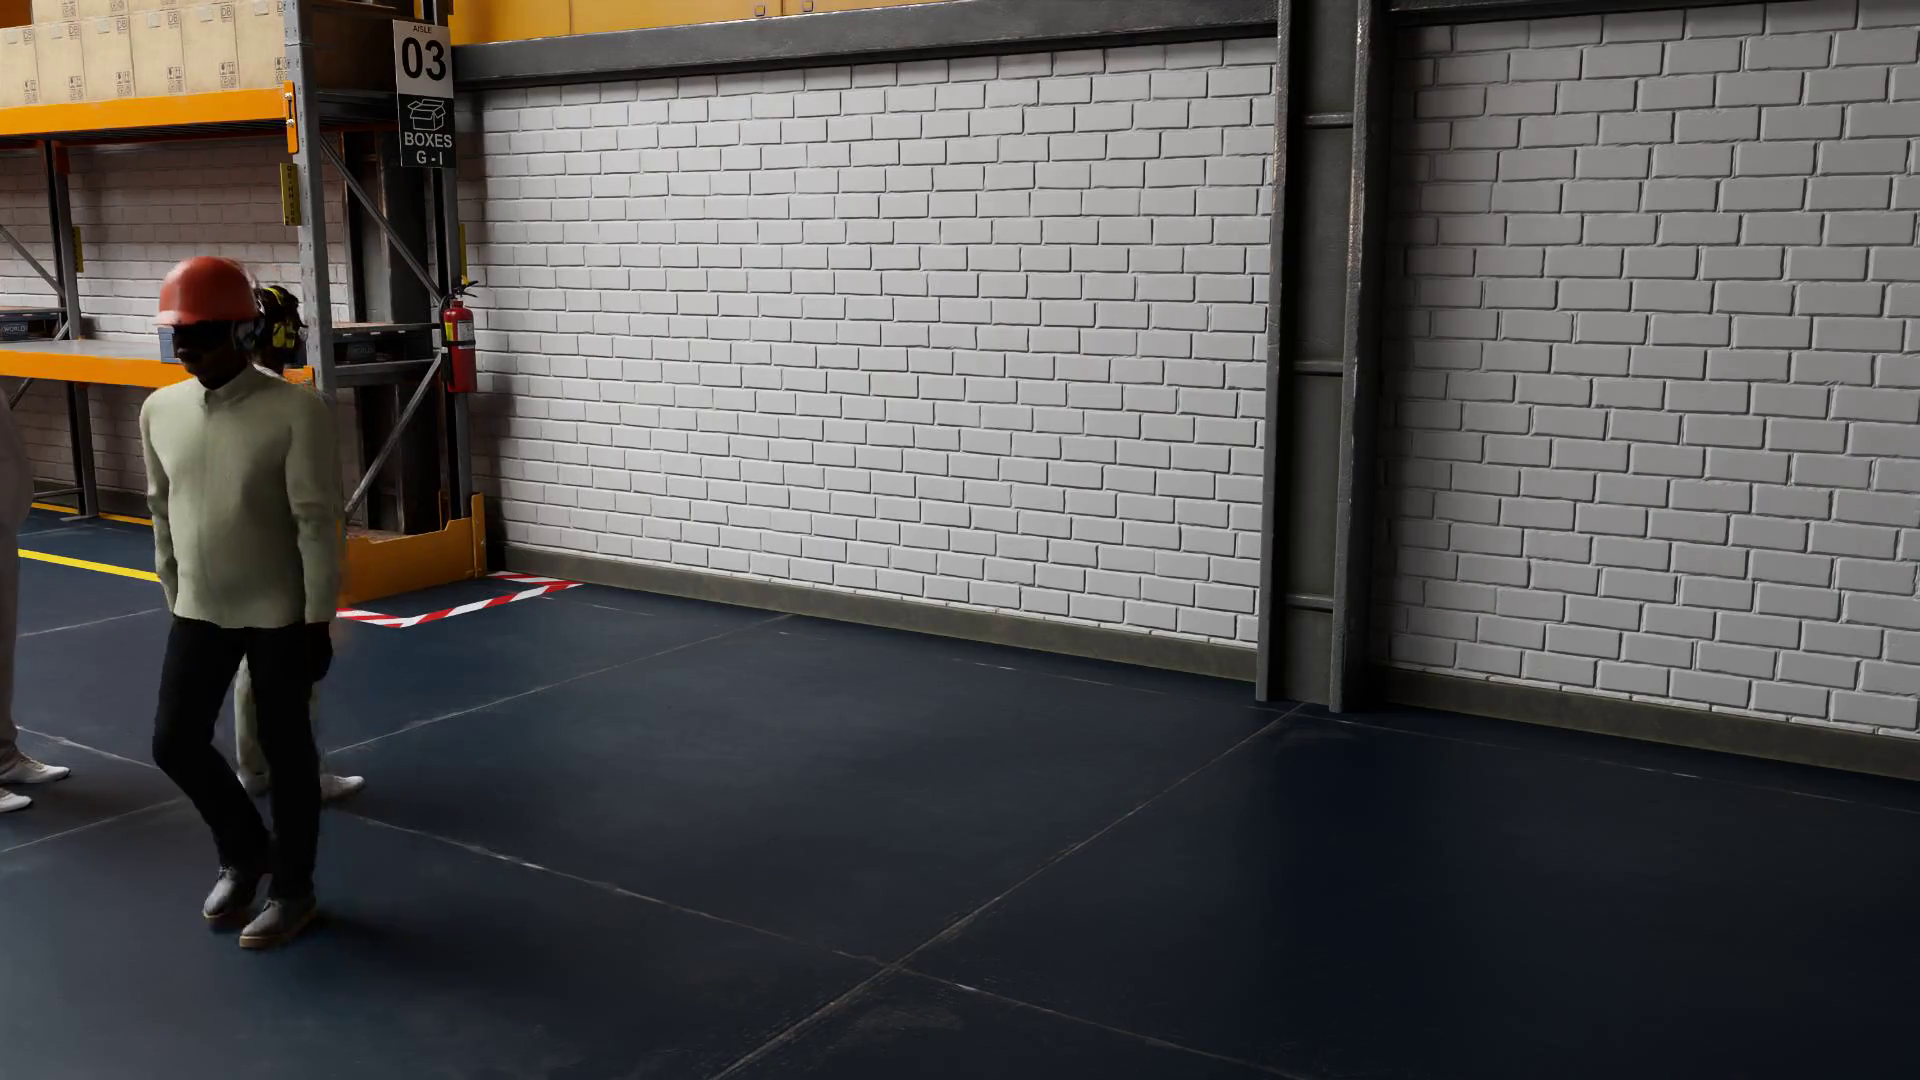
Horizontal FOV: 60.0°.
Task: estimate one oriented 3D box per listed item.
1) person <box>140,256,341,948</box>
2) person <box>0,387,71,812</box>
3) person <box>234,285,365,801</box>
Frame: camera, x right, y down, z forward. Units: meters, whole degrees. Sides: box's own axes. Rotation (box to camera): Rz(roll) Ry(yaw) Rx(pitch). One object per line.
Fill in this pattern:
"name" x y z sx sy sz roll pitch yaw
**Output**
"person" -2.037 0.197 4.721 0.614 1.979 0.433 1 10 8
"person" -3.501 0.023 5.918 0.399 1.897 0.647 -2 11 -13
"person" -2.428 0.030 5.968 0.500 1.861 0.325 5 12 28
